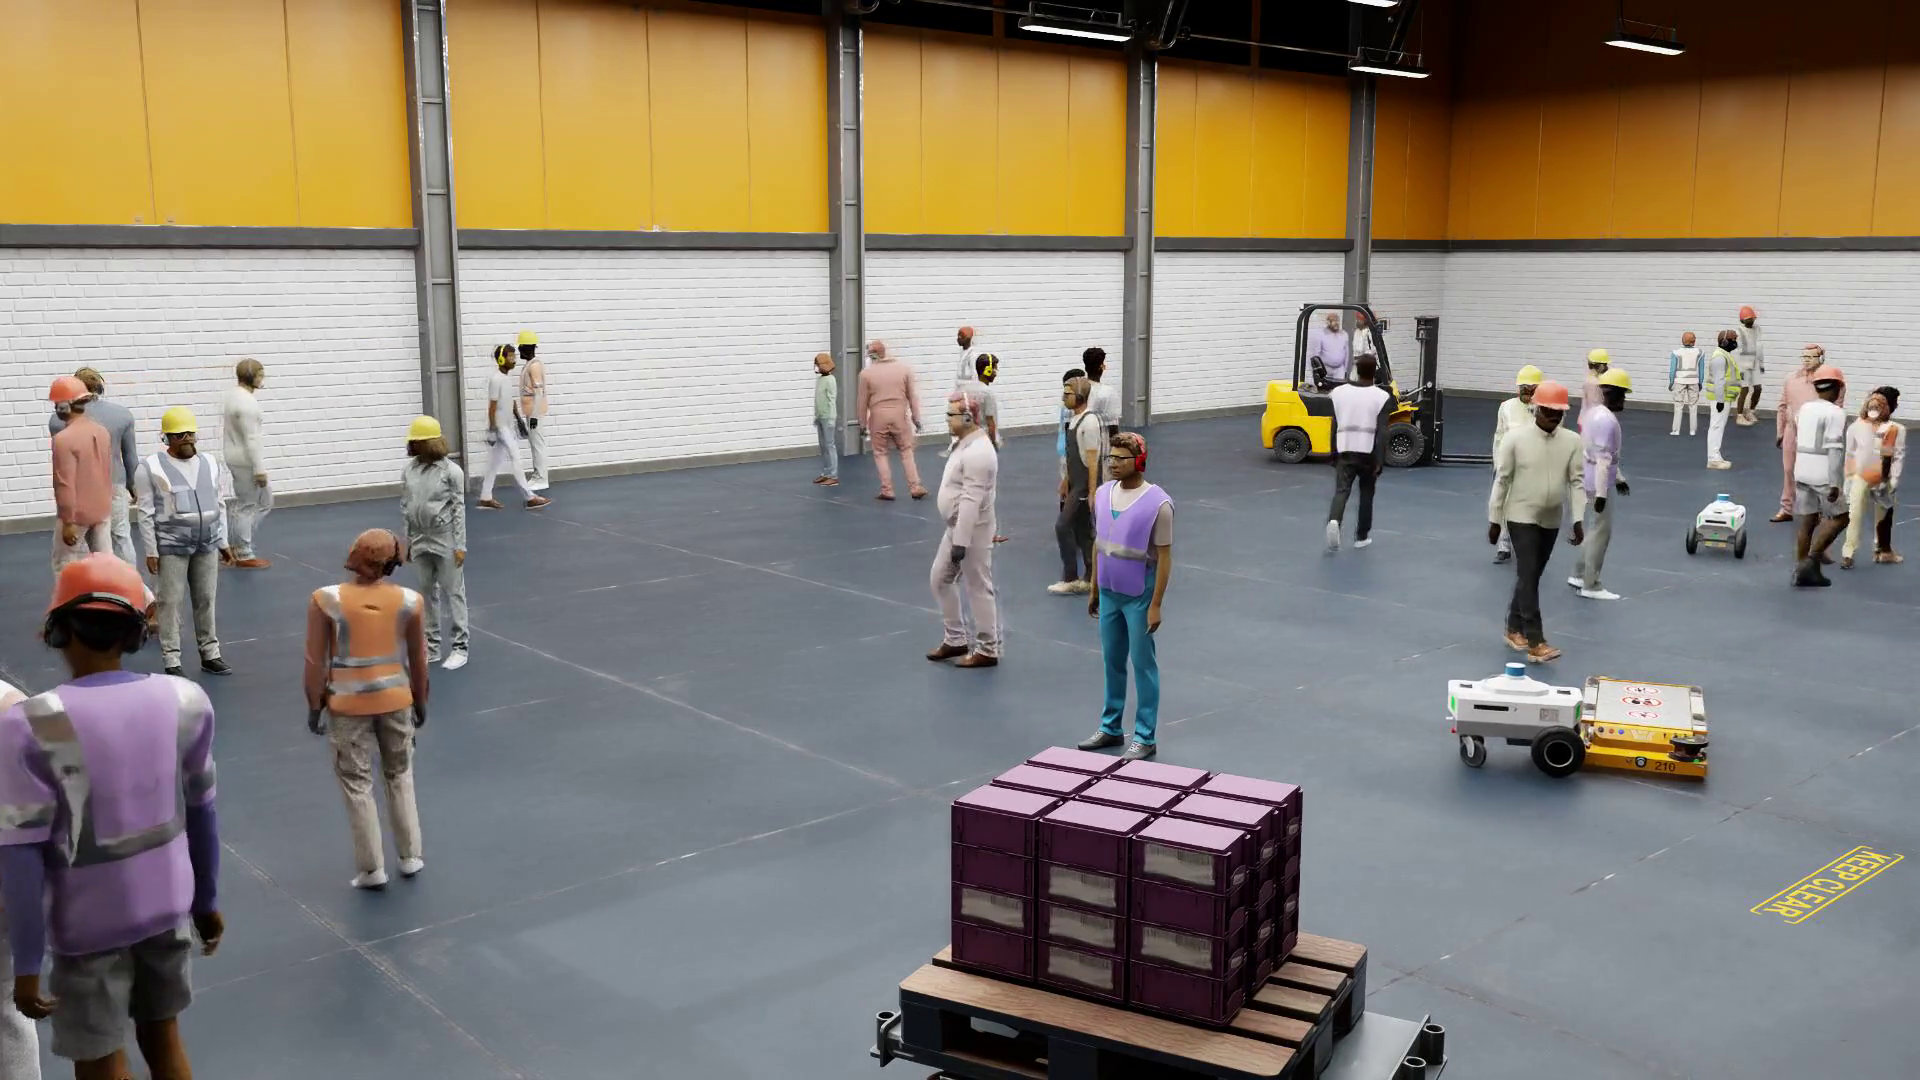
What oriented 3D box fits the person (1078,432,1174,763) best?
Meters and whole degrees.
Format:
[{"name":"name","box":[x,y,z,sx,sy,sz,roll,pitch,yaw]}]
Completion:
[{"name":"person","box":[0.953,0.311,9.332,0.389,1.847,0.567,-8,13,-40]}]

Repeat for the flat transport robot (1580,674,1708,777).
[{"name":"flat transport robot","box":[3.950,1.048,9.626,0.652,0.197,1.431,4,10,22]}]

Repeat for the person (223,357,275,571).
[{"name":"person","box":[-6.337,-0.667,14.838,0.441,1.915,0.637,-5,11,-28]}]

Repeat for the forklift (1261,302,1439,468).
[{"name":"forklift","box":[5.320,-2.157,22.763,2.313,2.155,1.214,3,10,16]}]

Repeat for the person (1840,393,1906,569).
[{"name":"person","box":[8.278,-0.542,15.092,0.499,1.591,0.840,7,12,37]}]

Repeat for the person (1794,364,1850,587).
[{"name":"person","box":[7.332,-0.531,14.116,0.445,1.902,0.594,-1,10,-8]}]

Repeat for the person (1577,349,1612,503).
[{"name":"person","box":[7.239,-1.303,19.022,0.330,1.765,0.533,2,10,14]}]

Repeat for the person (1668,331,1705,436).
[{"name":"person","box":[11.357,-2.436,26.020,0.515,1.640,0.315,2,10,10]}]

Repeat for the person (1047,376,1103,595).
[{"name":"person","box":[0.913,-0.443,13.809,0.642,1.821,0.534,-1,10,-8]}]

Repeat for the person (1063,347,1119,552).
[{"name":"person","box":[1.262,-0.843,15.737,0.611,1.966,0.362,8,13,40]}]

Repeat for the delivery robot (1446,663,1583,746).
[{"name":"delivery robot","box":[3.070,0.926,9.232,0.707,0.478,0.477,3,10,16]}]

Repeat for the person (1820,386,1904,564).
[{"name":"person","box":[8.236,-0.582,15.146,0.847,1.658,0.531,-3,10,-16]}]

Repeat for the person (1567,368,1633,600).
[{"name":"person","box":[5.330,-0.473,13.792,0.441,1.893,0.612,2,10,13]}]

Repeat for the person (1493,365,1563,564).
[{"name":"person","box":[5.148,-0.673,15.136,0.603,1.830,0.404,6,11,29]}]

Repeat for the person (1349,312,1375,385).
[{"name":"person","box":[6.958,-3.054,29.051,0.943,1.839,0.586,-4,11,-24]}]

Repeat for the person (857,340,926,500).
[{"name":"person","box":[-0.813,-1.376,19.187,0.785,1.861,0.408,-3,10,-15]}]

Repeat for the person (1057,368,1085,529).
[{"name":"person","box":[1.137,-0.880,16.739,0.318,1.698,0.534,1,10,7]}]

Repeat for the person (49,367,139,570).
[{"name":"person","box":[-6.894,-0.411,13.290,0.627,1.941,0.371,-8,13,-39]}]

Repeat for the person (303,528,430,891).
[{"name":"person","box":[-2.620,0.764,7.403,0.549,1.636,0.318,-7,12,-34]}]

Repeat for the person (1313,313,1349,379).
[{"name":"person","box":[6.252,-2.882,27.994,0.665,1.851,1.024,-1,10,-8]}]

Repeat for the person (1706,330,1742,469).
[{"name":"person","box":[10.154,-1.873,22.132,0.429,1.843,0.633,5,11,28]}]

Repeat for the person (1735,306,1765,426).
[{"name":"person","box":[13.081,-2.871,27.575,0.713,1.989,0.441,-3,10,-18]}]

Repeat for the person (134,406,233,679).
[{"name":"person","box":[-5.126,0.025,11.045,0.403,1.834,0.589,7,12,37]}]

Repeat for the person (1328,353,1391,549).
[{"name":"person","box":[3.792,-0.827,15.921,0.601,1.873,0.786,5,11,27]}]

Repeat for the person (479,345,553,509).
[{"name":"person","box":[-4.959,-1.247,18.486,0.914,1.828,0.541,-1,10,-3]}]

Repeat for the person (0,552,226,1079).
[{"name":"person","box":[-2.280,1.046,4.590,0.646,2.002,0.638,6,11,30]}]

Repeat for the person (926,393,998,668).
[{"name":"person","box":[-0.020,-0.055,11.318,0.643,1.887,0.660,-1,10,-7]}]

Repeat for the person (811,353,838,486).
[{"name":"person","box":[-1.662,-1.482,20.473,0.278,1.628,0.507,-5,11,-25]}]

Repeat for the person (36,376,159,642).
[{"name":"person","box":[-6.292,-0.214,12.076,0.909,1.964,0.631,1,10,6]}]

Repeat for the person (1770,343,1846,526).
[{"name":"person","box":[8.868,-1.102,17.432,0.409,1.907,0.650,-8,12,-38]}]

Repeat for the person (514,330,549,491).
[{"name":"person","box":[-5.155,-1.558,20.039,0.366,1.927,0.585,-4,10,-21]}]

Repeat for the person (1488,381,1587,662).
[{"name":"person","box":[4.068,-0.126,11.580,0.606,1.946,0.958,-2,10,-12]}]

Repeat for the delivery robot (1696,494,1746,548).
[{"name":"delivery robot","box":[7.220,-0.193,15.765,0.477,0.478,0.707,6,11,32]}]

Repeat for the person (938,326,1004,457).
[{"name":"person","box":[0.175,-2.081,23.367,0.944,1.847,0.583,-2,10,-11]}]

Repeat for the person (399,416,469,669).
[{"name":"person","box":[-3.603,0.020,11.354,0.511,1.740,0.306,3,10,18]}]

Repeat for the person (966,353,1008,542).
[{"name":"person","box":[0.243,-0.906,16.410,0.328,1.865,0.517,-5,11,-29]}]

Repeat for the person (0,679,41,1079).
[{"name":"person","box":[-3.027,1.063,4.945,0.623,1.844,0.429,0,10,2]}]
